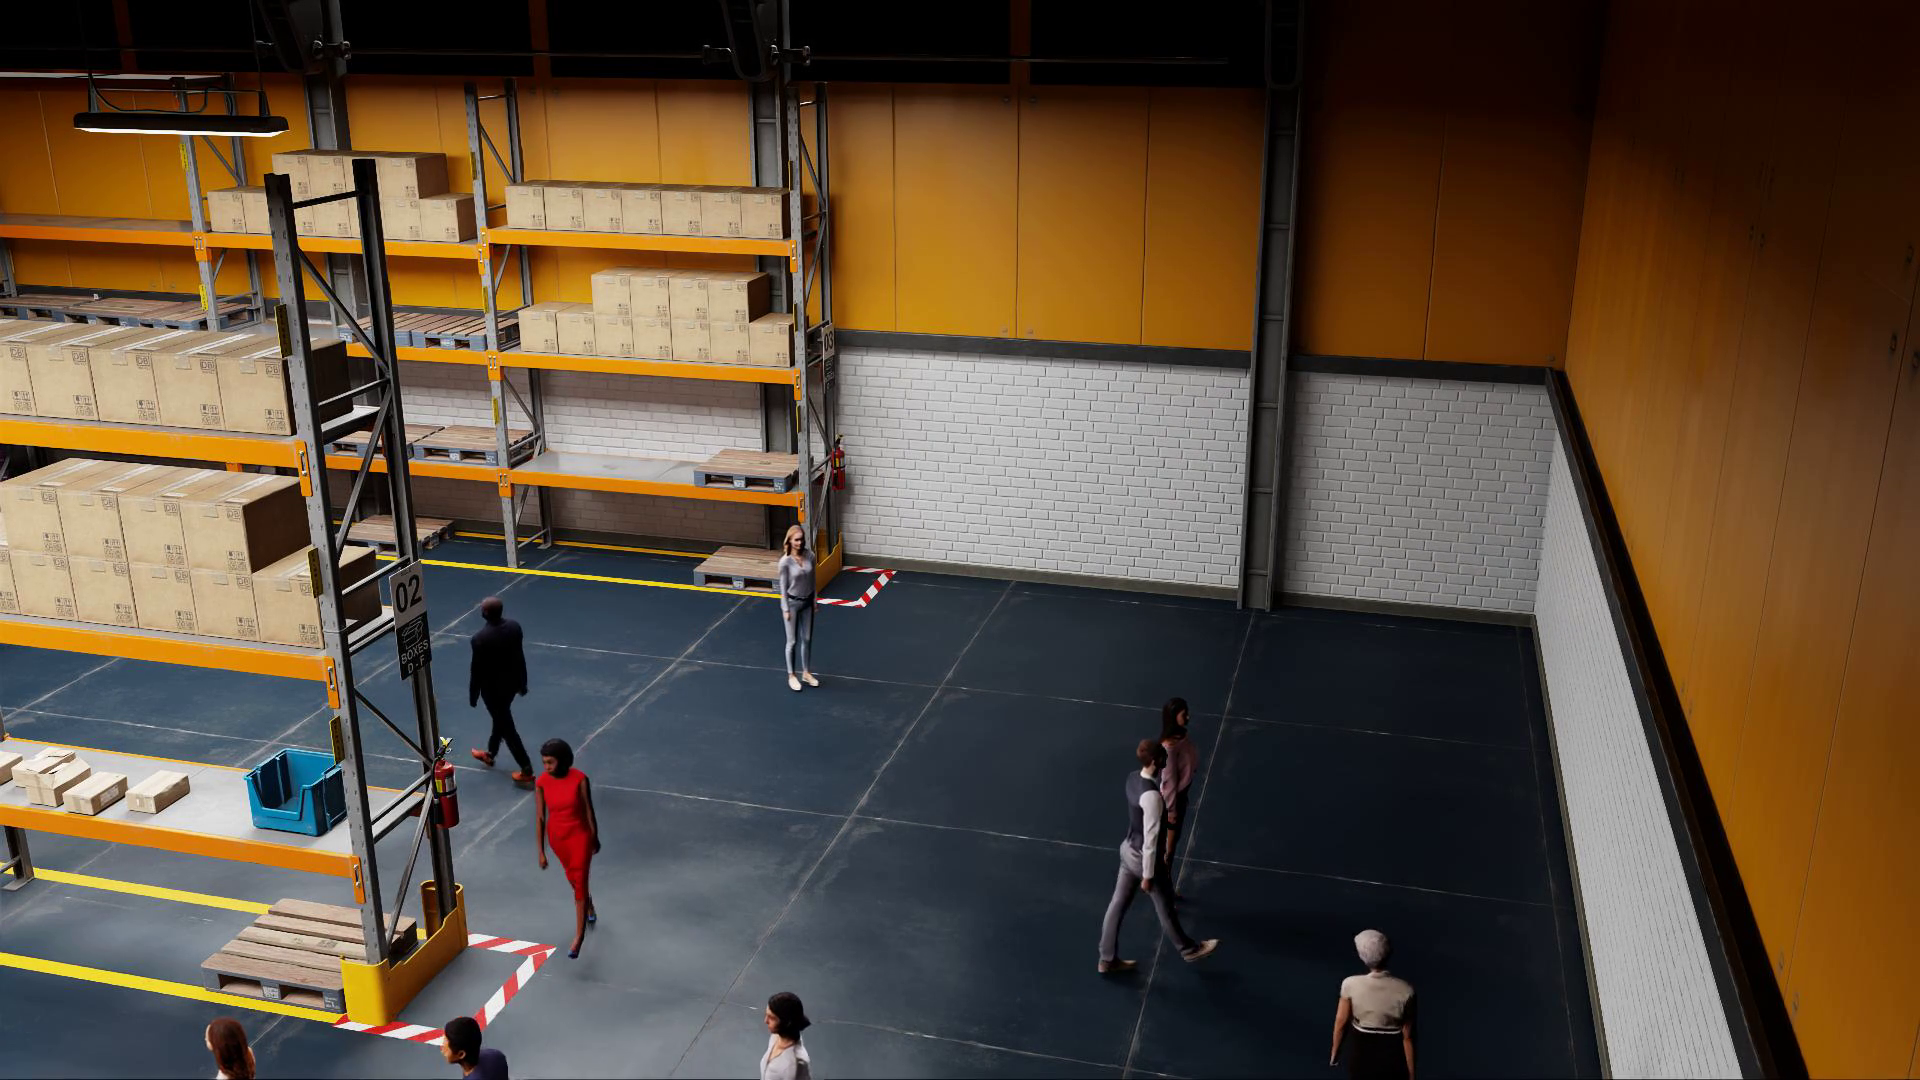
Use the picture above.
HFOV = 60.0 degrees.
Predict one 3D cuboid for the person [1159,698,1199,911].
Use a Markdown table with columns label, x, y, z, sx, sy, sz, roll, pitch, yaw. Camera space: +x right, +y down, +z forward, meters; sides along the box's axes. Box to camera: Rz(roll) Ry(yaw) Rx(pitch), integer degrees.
| label | x | y | z | sx | sy | sz | roll | pitch | yaw |
| --- | --- | --- | --- | --- | --- | --- | --- | --- | --- |
| person | 1.692 | 2.090 | 13.250 | 0.558 | 1.812 | 0.646 | 7 | 20 | 20 |

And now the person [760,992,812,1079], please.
| label | x | y | z | sx | sy | sz | roll | pitch | yaw |
| --- | --- | --- | --- | --- | --- | --- | --- | --- | --- |
| person | -0.879 | 3.384 | 9.532 | 1.137 | 1.733 | 1.049 | -9 | 21 | -26 |

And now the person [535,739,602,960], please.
| label | x | y | z | sx | sy | sz | roll | pitch | yaw |
| --- | --- | --- | --- | --- | --- | --- | --- | --- | --- |
| person | -2.991 | 2.295 | 12.822 | 1.110 | 1.697 | 0.892 | -2 | 19 | -6 |

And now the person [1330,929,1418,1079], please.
| label | x | y | z | sx | sy | sz | roll | pitch | yaw |
| --- | --- | --- | --- | --- | --- | --- | --- | --- | --- |
| person | 2.550 | 3.216 | 10.042 | 0.633 | 1.725 | 0.743 | 8 | 20 | 22 |

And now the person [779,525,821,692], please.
| label | x | y | z | sx | sy | sz | roll | pitch | yaw |
| --- | --- | --- | --- | --- | --- | --- | --- | --- | --- |
| person | -1.690 | 0.691 | 17.427 | 0.660 | 1.797 | 0.703 | -12 | 22 | -32 |

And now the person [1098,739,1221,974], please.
| label | x | y | z | sx | sy | sz | roll | pitch | yaw |
| --- | --- | --- | --- | --- | --- | --- | --- | --- | --- |
| person | 1.266 | 2.368 | 12.293 | 1.281 | 1.896 | 1.062 | -5 | 19 | -14 |

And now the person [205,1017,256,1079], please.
| label | x | y | z | sx | sy | sz | roll | pitch | yaw |
| --- | --- | --- | --- | --- | --- | --- | --- | --- | --- |
| person | -4.205 | 3.442 | 9.749 | 0.585 | 1.484 | 0.601 | -1 | 19 | -4 |

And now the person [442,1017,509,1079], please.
| label | x | y | z | sx | sy | sz | roll | pitch | yaw |
| --- | --- | --- | --- | --- | --- | --- | --- | --- | --- |
| person | -2.547 | 3.429 | 9.345 | 0.731 | 1.766 | 0.753 | 0 | 19 | -1 |

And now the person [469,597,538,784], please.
| label | x | y | z | sx | sy | sz | roll | pitch | yaw |
| --- | --- | --- | --- | --- | --- | --- | --- | --- | --- |
| person | -4.172 | 1.417 | 15.305 | 1.224 | 1.775 | 0.919 | 10 | 21 | 28 |
